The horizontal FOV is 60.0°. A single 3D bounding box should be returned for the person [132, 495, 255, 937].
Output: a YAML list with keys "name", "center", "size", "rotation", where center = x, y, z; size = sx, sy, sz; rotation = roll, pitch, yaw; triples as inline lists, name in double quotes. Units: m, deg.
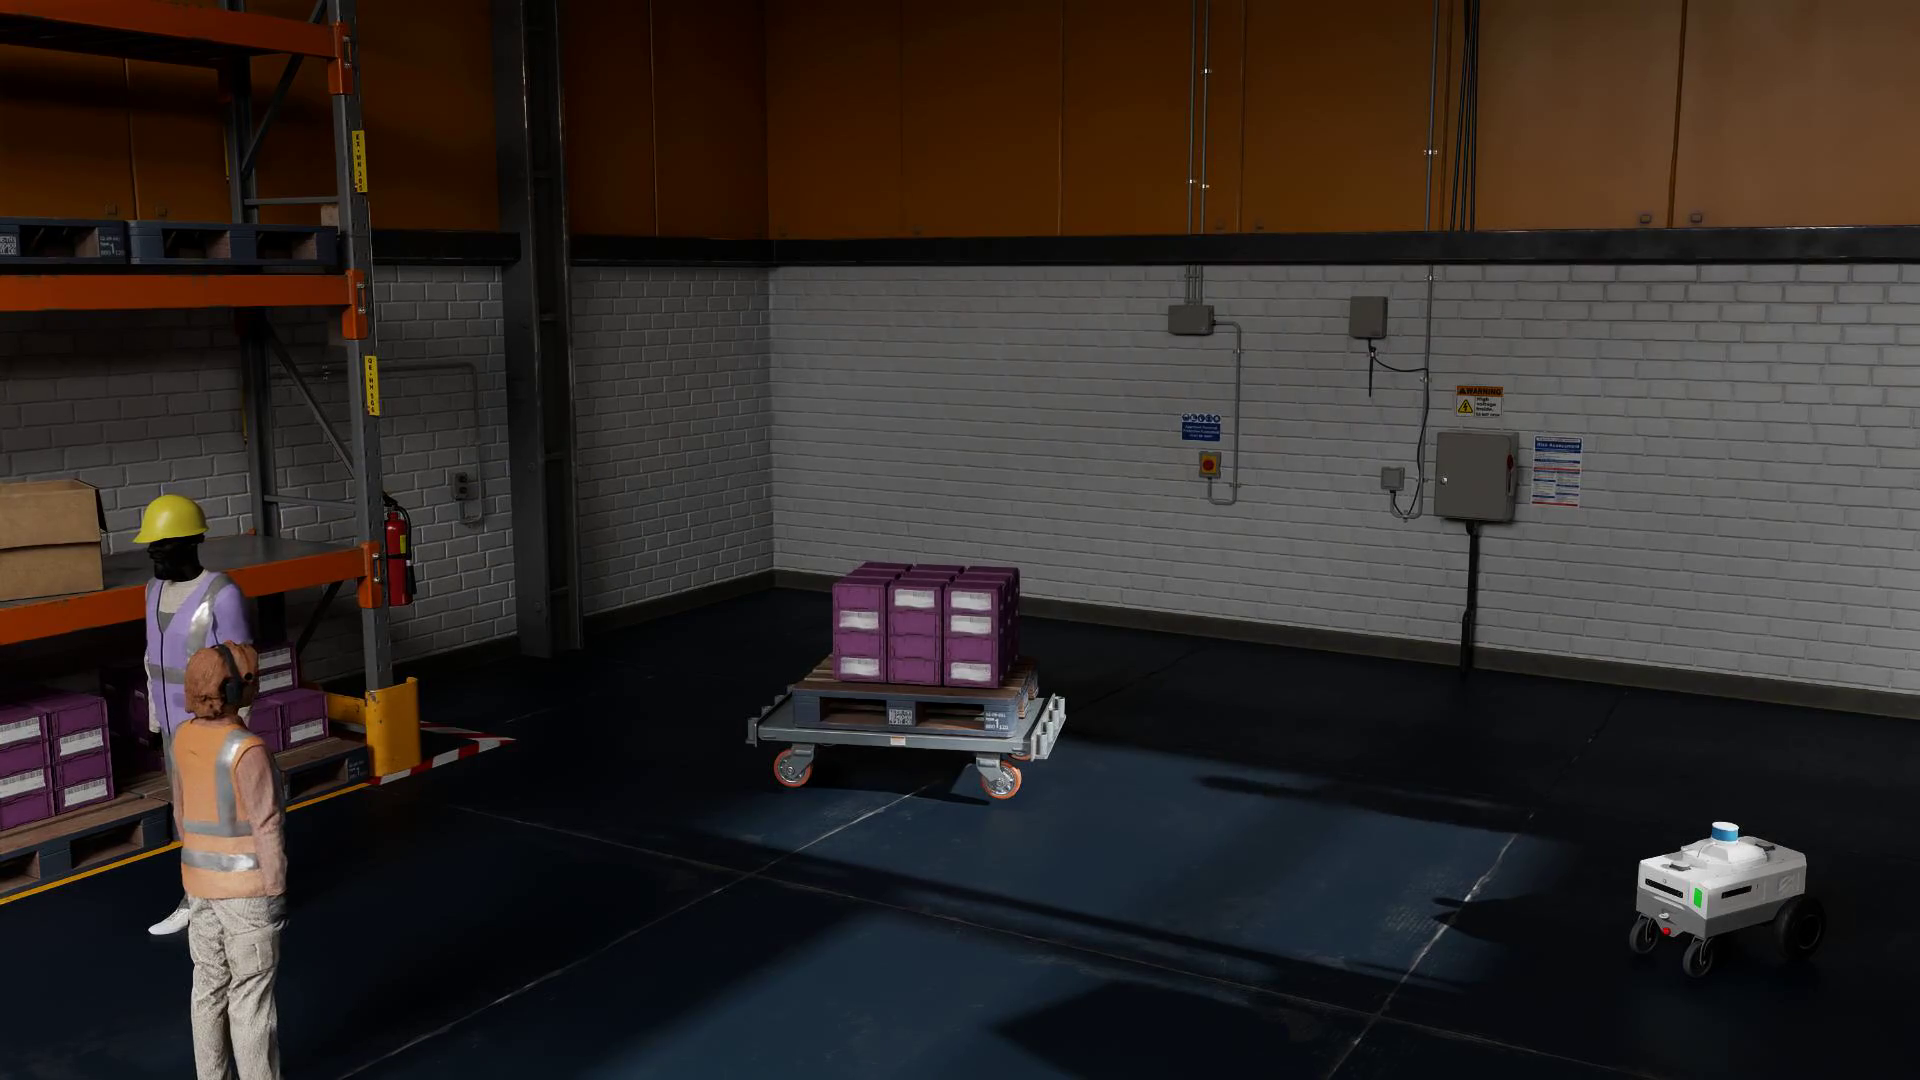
- name: "person"
  center: [-3.234, 0.762, 7.020]
  size: [0.595, 1.925, 0.372]
  rotation: [5, 10, 29]

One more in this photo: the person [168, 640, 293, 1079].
- name: "person"
  center: [-2.398, 1.147, 5.507]
  size: [0.513, 1.642, 0.311]
  rotation: [6, 11, 34]

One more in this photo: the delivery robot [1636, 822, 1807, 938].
- name: "delivery robot"
  center: [3.163, 1.417, 6.911]
  size: [0.707, 0.478, 0.477]
  rotation: [-5, 10, -27]
